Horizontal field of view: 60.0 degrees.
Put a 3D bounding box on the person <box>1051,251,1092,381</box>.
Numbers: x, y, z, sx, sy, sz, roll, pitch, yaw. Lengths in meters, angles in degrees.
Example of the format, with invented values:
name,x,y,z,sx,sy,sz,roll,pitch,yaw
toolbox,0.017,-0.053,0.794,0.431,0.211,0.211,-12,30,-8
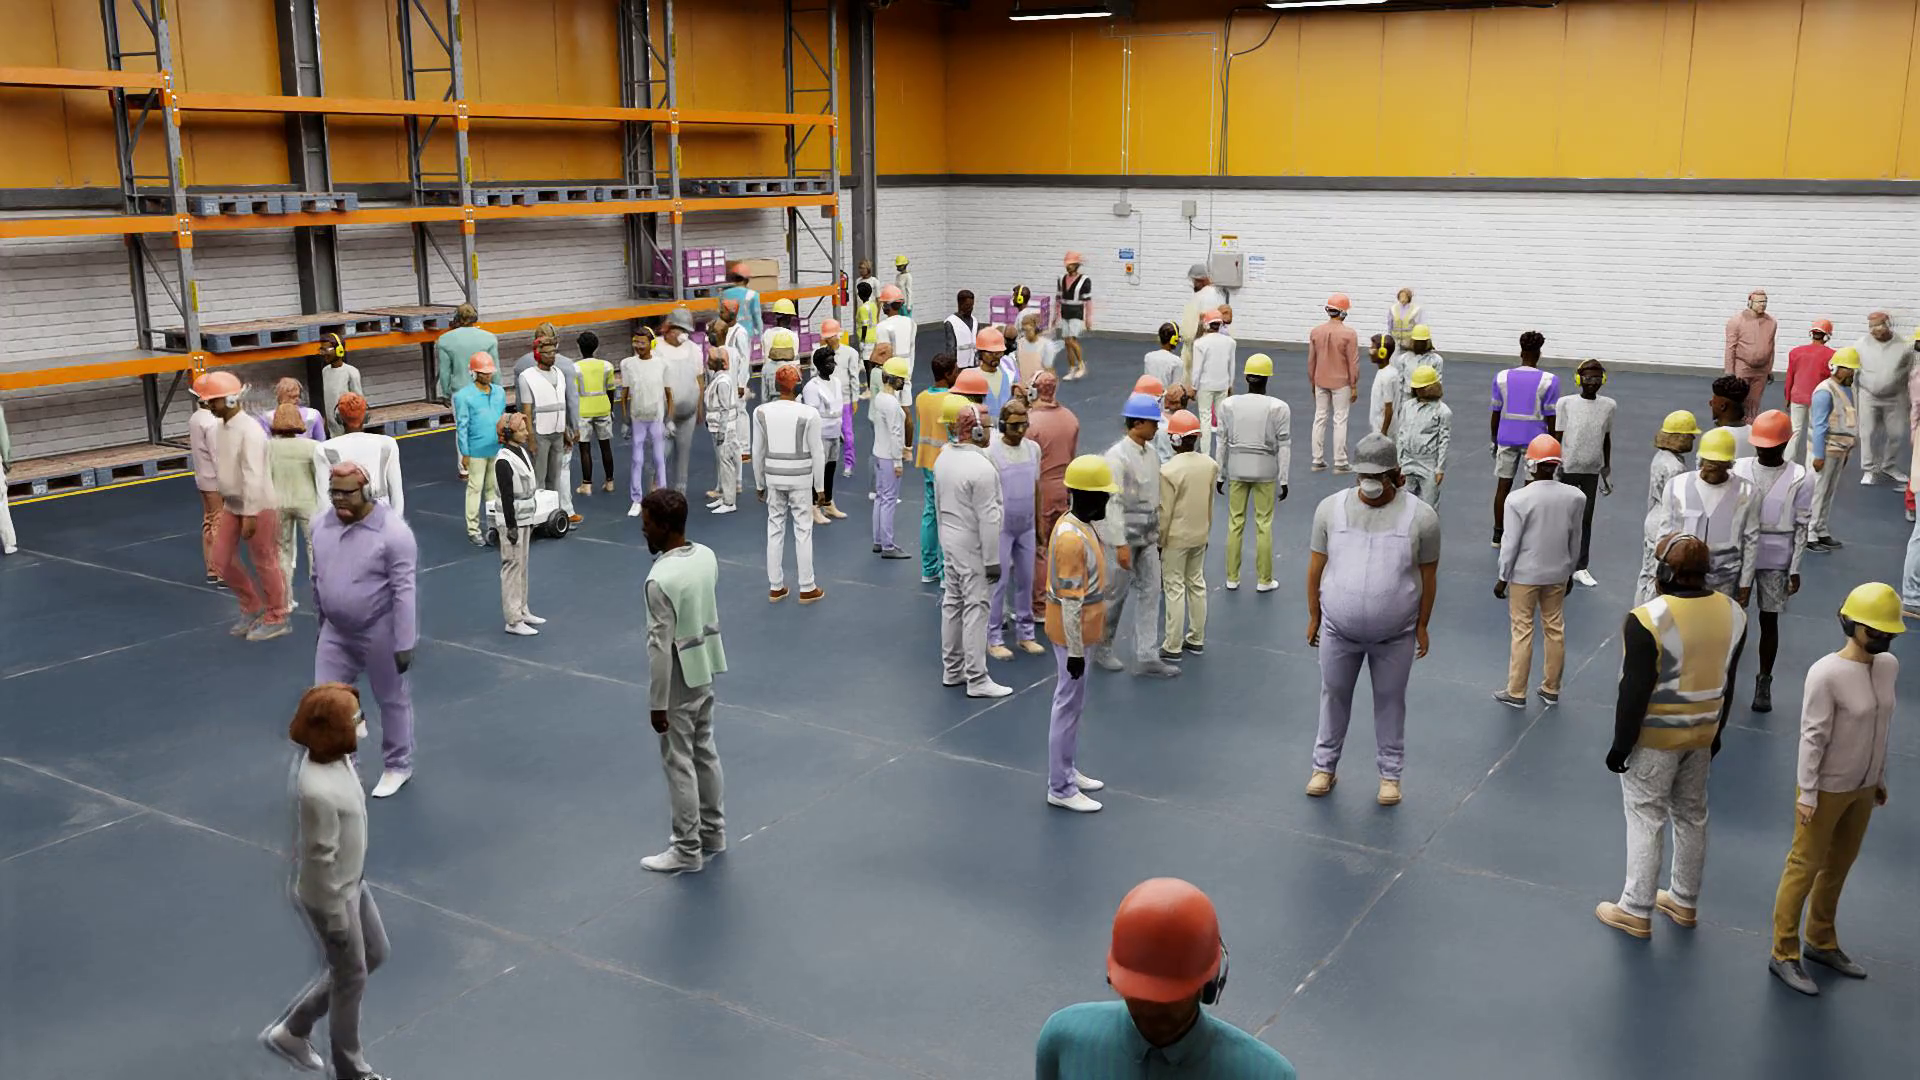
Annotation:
name,x,y,z,sx,sy,sz,roll,pitch,yaw
person,1.724,-3.480,25.936,0.616,2.027,0.429,12,18,43

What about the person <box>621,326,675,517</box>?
name,x,y,z,sx,sy,sz,roll,pitch,yaw
person,-3.038,-1.155,16.205,0.512,1.866,0.330,-2,13,-8

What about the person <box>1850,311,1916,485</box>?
name,x,y,z,sx,sy,sz,roll,pitch,yaw
person,9.845,-1.513,17.768,0.752,1.867,0.550,4,14,18

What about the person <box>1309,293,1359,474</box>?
name,x,y,z,sx,sy,sz,roll,pitch,yaw
person,4.144,-1.732,18.421,0.608,1.995,0.377,12,17,42

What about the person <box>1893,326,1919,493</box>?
name,x,y,z,sx,sy,sz,roll,pitch,yaw
person,10.000,-1.362,17.330,0.340,1.760,0.525,10,16,37

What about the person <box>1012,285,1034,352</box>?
name,x,y,z,sx,sy,sz,roll,pitch,yaw
person,0.784,-2.292,21.120,0.326,1.874,0.518,3,13,13

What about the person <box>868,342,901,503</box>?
name,x,y,z,sx,sy,sz,roll,pitch,yaw
person,-0.786,-1.191,16.864,0.284,1.633,0.501,-4,13,-15

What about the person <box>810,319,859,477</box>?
name,x,y,z,sx,sy,sz,roll,pitch,yaw
person,-1.382,-1.556,18.224,0.577,1.737,0.355,4,14,16

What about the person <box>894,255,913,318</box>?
name,x,y,z,sx,sy,sz,roll,pitch,yaw
person,-1.014,-4.167,29.506,0.340,1.761,0.524,-7,15,-28

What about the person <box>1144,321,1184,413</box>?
name,x,y,z,sx,sy,sz,roll,pitch,yaw
person,2.042,-1.249,16.636,0.341,1.857,0.521,-11,17,-40

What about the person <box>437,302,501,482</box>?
name,x,y,z,sx,sy,sz,roll,pitch,yaw
person,-5.266,-1.588,17.917,0.636,1.939,0.362,-4,14,-17

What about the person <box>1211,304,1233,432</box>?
name,x,y,z,sx,sy,sz,roll,pitch,yaw
person,3.316,-2.187,21.206,0.271,1.629,0.502,-1,13,-6

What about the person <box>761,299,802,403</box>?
name,x,y,z,sx,sy,sz,roll,pitch,yaw
person,-1.969,-1.728,18.578,0.392,1.918,0.585,-12,18,-43

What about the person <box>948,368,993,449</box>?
name,x,y,z,sx,sy,sz,roll,pitch,yaw
person,0.082,-0.308,12.359,0.349,1.942,0.545,-1,13,-5

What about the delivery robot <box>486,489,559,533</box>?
name,x,y,z,sx,sy,sz,roll,pitch,yaw
delivery robot,-3.981,-0.295,15.134,0.477,0.478,0.707,6,14,24

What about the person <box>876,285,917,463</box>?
name,x,y,z,sx,sy,sz,roll,pitch,yaw
person,-0.756,-1.853,18.836,0.383,2.045,0.605,10,16,38

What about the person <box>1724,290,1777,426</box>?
name,x,y,z,sx,sy,sz,roll,pitch,yaw
person,9.486,-2.042,19.956,0.641,1.909,0.409,-2,13,-9

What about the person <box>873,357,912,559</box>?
name,x,y,z,sx,sy,sz,roll,pitch,yaw
person,-0.588,-0.718,14.544,0.333,1.758,0.533,-4,14,-17

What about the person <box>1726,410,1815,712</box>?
name,x,y,z,sx,sy,sz,roll,pitch,yaw
person,5.036,0.128,10.498,0.543,1.927,0.375,9,16,34

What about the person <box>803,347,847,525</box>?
name,x,y,z,sx,sy,sz,roll,pitch,yaw
person,-1.285,-1.001,15.902,0.317,1.696,0.539,7,15,27

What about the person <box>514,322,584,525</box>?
name,x,y,z,sx,sy,sz,roll,pitch,yaw
person,-3.883,-1.085,15.737,0.635,1.937,0.352,4,13,15

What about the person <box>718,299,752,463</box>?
name,x,y,z,sx,sy,sz,roll,pitch,yaw
person,-2.586,-1.813,19.013,0.339,1.882,0.584,-7,15,-26

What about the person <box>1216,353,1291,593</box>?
name,x,y,z,sx,sy,sz,roll,pitch,yaw
person,2.355,-0.535,13.375,0.595,1.925,0.375,5,14,21

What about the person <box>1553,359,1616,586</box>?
name,x,y,z,sx,sy,sz,roll,pitch,yaw
person,5.062,-0.547,13.551,0.518,1.874,0.327,0,13,0

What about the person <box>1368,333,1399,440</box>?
name,x,y,z,sx,sy,sz,roll,pitch,yaw
person,3.904,-0.982,15.442,0.310,1.868,0.534,3,13,13

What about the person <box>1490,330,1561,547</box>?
name,x,y,z,sx,sy,sz,roll,pitch,yaw
person,5.016,-0.883,14.816,0.604,1.960,0.374,9,16,34

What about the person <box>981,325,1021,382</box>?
name,x,y,z,sx,sy,sz,roll,pitch,yaw
person,0.423,-1.229,16.603,0.429,1.837,0.630,5,14,20

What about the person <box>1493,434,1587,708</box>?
name,x,y,z,sx,sy,sz,roll,pitch,yaw
person,3.663,0.196,10.579,0.563,1.753,0.327,-3,13,-12

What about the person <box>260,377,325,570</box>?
name,x,y,z,sx,sy,sz,roll,pitch,yaw
person,-5.633,-0.560,14.117,0.523,1.638,0.310,-6,14,-24

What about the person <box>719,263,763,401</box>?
name,x,y,z,sx,sy,sz,roll,pitch,yaw
person,-3.127,-2.909,23.532,0.624,2.007,1.015,4,14,17

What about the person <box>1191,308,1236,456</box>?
name,x,y,z,sx,sy,sz,roll,pitch,yaw
person,2.905,-1.797,19.230,0.571,1.749,0.343,-6,14,-23

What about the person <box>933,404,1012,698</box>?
name,x,y,z,sx,sy,sz,roll,pitch,yaw
person,0.090,0.067,10.810,0.402,1.911,0.639,-7,15,-28

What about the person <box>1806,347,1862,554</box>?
name,x,y,z,sx,sy,sz,roll,pitch,yaw
person,7.734,-0.802,14.748,0.591,1.829,0.404,-12,17,-41

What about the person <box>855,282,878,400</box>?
name,x,y,z,sx,sy,sz,roll,pitch,yaw
person,-1.341,-2.879,24.047,0.322,1.696,0.530,3,13,13

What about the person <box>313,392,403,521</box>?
name,x,y,z,sx,sy,sz,roll,pitch,yaw
person,-4.139,-0.084,11.517,0.575,1.881,0.356,-8,15,-32

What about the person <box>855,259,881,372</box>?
name,x,y,z,sx,sy,sz,roll,pitch,yaw
person,-1.497,-3.613,26.905,0.505,1.845,0.346,10,16,36

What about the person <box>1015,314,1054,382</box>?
name,x,y,z,sx,sy,sz,roll,pitch,yaw
person,0.796,-1.642,18.539,0.581,1.768,1.021,8,15,31

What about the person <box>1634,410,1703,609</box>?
name,x,y,z,sx,sy,sz,roll,pitch,yaw
person,4.960,-0.045,11.655,0.315,1.742,0.492,2,13,9

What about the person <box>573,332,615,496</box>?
name,x,y,z,sx,sy,sz,roll,pitch,yaw
person,-3.819,-1.306,17.224,0.541,1.695,0.316,-9,16,-35
